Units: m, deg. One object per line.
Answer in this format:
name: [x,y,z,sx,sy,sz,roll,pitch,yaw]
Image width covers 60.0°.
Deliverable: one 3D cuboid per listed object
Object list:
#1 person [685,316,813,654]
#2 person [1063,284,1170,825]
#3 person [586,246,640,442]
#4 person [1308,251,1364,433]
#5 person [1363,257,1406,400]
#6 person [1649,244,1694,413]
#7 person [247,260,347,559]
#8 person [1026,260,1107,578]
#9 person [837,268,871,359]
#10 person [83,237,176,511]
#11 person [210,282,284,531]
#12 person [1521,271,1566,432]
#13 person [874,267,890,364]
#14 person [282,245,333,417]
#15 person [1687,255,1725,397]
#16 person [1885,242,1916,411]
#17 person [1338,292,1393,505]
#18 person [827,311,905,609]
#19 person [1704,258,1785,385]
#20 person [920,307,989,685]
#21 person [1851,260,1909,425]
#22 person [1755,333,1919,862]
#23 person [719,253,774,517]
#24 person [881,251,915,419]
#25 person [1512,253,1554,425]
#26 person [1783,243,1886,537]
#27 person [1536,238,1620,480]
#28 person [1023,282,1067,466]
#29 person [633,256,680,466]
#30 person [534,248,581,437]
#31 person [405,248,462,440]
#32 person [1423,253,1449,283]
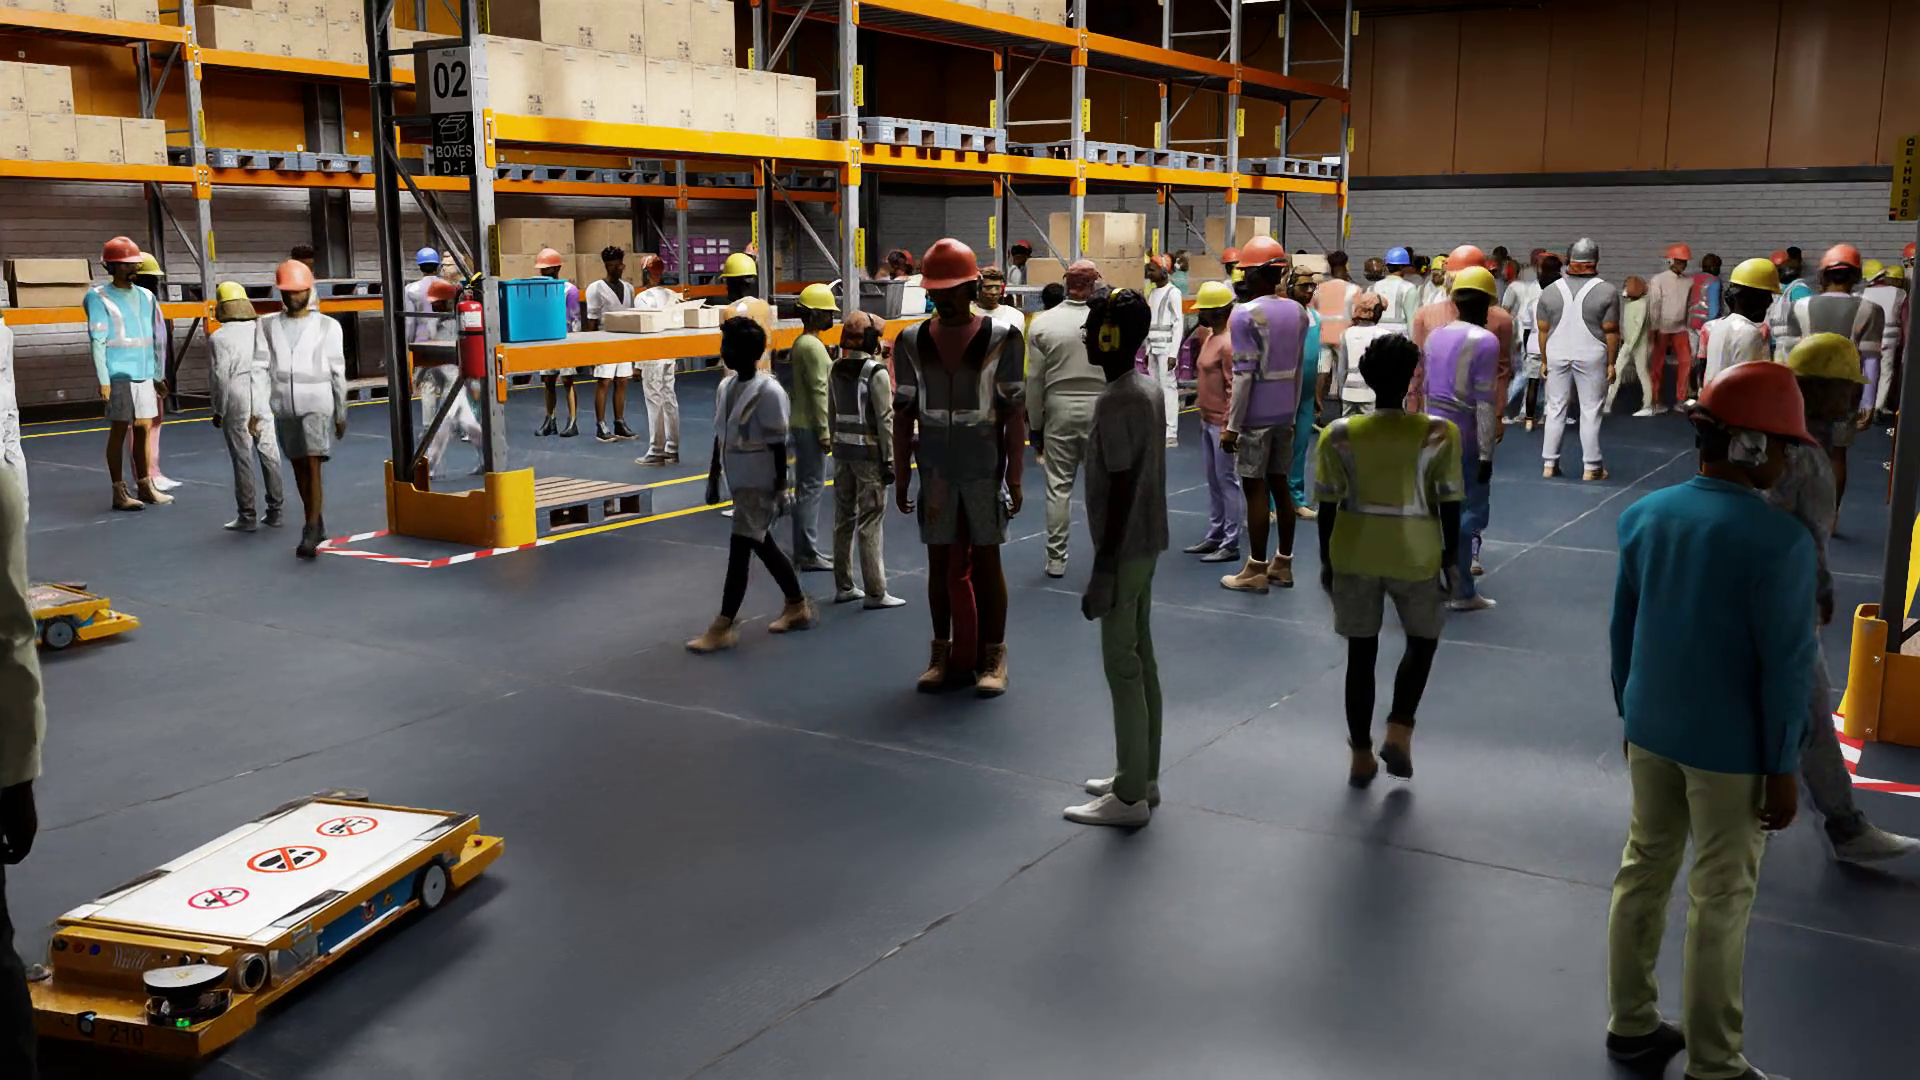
person: [-1.049,-0.294,8.336,0.798,1.656,0.537,-8,13,-36]
person: [0.546,0.062,5.758,0.334,1.873,0.517,4,11,22]
person: [-3.492,-1.977,16.788,0.370,1.965,0.608,7,12,33]
person: [3.963,-2.086,17.581,0.659,1.910,1.026,5,11,25]
person: [4.973,-2.396,19.518,0.609,1.822,0.543,5,11,26]
person: [8.327,-2.445,19.352,0.637,1.972,0.646,-2,11,-13]
person: [-4.258,-0.841,10.729,0.555,1.892,0.925,0,10,-2]
person: [0.725,-0.715,9.973,0.652,1.904,0.402,1,10,7]
person: [-1.694,-3.420,25.030,0.989,1.873,0.678,-8,13,-36]
person: [-6.247,-1.249,12.545,0.374,2.044,0.605,4,11,19]
person: [-5.021,-0.933,11.648,0.313,1.735,0.483,6,12,30]
person: [6.175,-1.973,17.515,0.532,1.697,0.322,9,13,40]
person: [-1.109,-3.126,24.089,0.268,1.631,0.506,-1,10,-7]
person: [-7.433,-2.354,18.878,0.614,1.963,0.362,10,14,43]
person: [9.624,-2.736,21.386,0.743,1.823,0.668,-1,10,-7]
person: [11.140,-2.488,19.538,0.620,1.996,0.372,4,11,20]
person: [3.035,-1.029,12.443,0.313,1.640,0.513,-7,12,-34]
person: [-0.541,-0.438,9.171,0.309,1.640,0.513,-9,14,-42]
person: [4.365,-0.610,9.338,0.371,1.923,0.586,1,10,7]
person: [-0.014,-0.220,7.618,0.318,1.766,0.533,5,12,27]
person: [10.049,-2.150,18.210,0.676,1.799,0.555,3,11,16]
person: [2.824,0.189,5.454,0.722,1.712,0.509,6,12,29]
person: [-1.576,-1.123,12.169,0.382,1.924,0.594,4,11,20]
person: [-0.629,-2.127,17.802,0.414,1.906,0.598,5,11,26]
person: [6.395,-2.209,18.308,0.352,1.883,0.579,-10,14,-43]
person: [5.790,-0.967,11.113,0.609,2.010,0.878,7,12,33]
person: [5.271,-1.534,14.129,0.687,2.000,0.538,8,13,38]
person: [0.652,-1.446,14.703,0.579,1.658,0.564,-4,11,-22]
person: [-2.736,-1.604,14.960,0.356,1.883,0.573,5,11,25]
person: [-4.166,-2.018,17.103,0.549,1.933,0.373,4,11,20]
person: [-5.313,-1.970,16.825,0.602,1.940,0.402,-7,12,-32]
person: [6.623,-3.042,23.065,0.506,1.840,0.342,-6,12,-29]
